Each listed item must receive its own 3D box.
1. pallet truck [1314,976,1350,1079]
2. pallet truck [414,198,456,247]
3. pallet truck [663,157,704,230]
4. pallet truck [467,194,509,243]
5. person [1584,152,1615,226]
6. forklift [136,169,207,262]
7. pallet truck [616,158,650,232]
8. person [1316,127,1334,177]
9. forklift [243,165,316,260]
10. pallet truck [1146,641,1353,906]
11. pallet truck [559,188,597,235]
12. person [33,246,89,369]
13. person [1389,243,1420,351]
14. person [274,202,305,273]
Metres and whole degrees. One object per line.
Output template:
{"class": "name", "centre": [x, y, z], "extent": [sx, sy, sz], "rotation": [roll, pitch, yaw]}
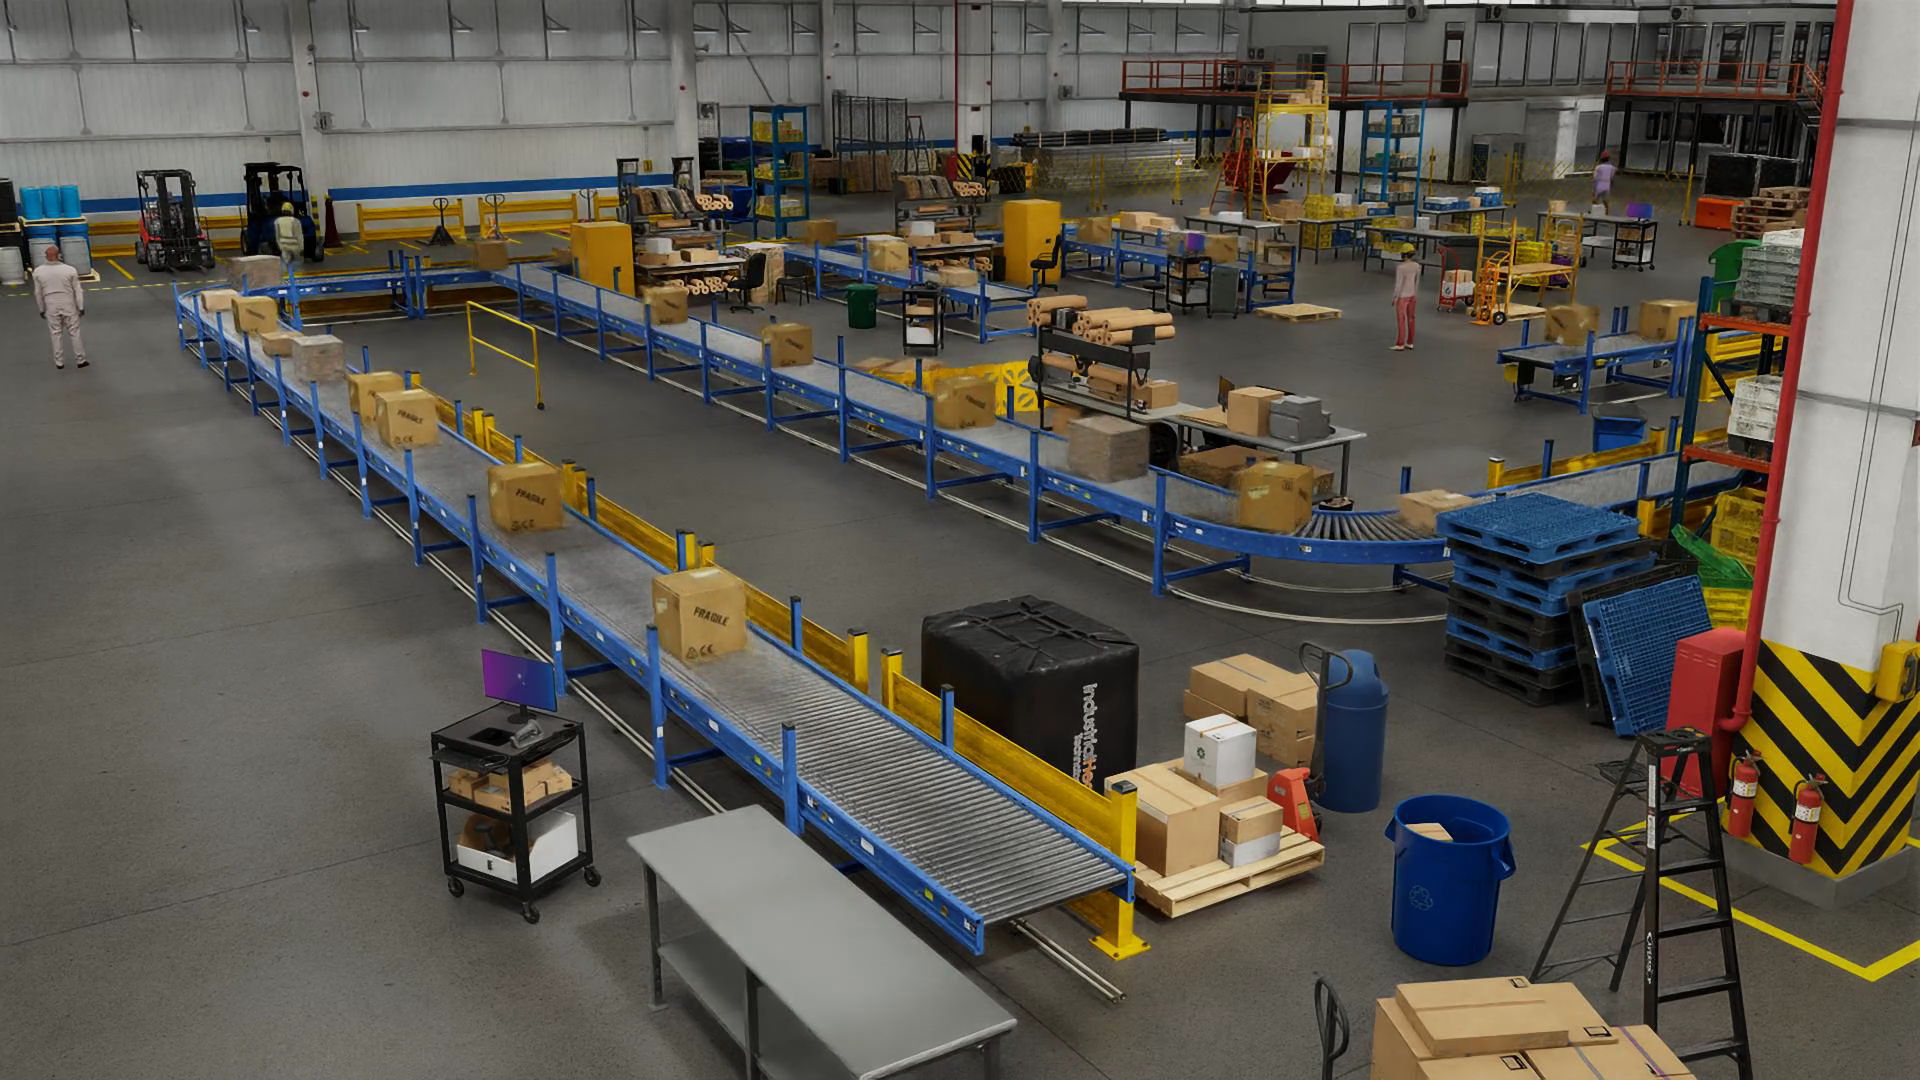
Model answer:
{"class": "pallet truck", "centre": [2.299, 2.390, 7.086], "extent": [1.601, 1.201, 0.680], "rotation": [-2, 17, -7]}
{"class": "pallet truck", "centre": [-13.250, -8.060, 41.856], "extent": [0.680, 1.201, 1.601], "rotation": [-10, 20, -31]}
{"class": "pallet truck", "centre": [-7.586, -9.308, 44.692], "extent": [0.823, 1.965, 1.885], "rotation": [-11, 20, -33]}
{"class": "pallet truck", "centre": [-11.983, -8.177, 42.137], "extent": [0.704, 1.261, 1.522], "rotation": [-11, 20, -33]}
{"class": "person", "centre": [17.772, -9.744, 46.138], "extent": [0.633, 1.994, 0.983], "rotation": [-3, 17, -9]}
{"class": "forklift", "centre": [-17.842, -7.318, 37.559], "extent": [1.157, 1.987, 2.680], "rotation": [-10, 20, -31]}
{"class": "pallet truck", "centre": [-8.918, -9.176, 44.255], "extent": [0.823, 1.965, 1.885], "rotation": [-9, 19, -27]}
{"class": "person", "centre": [13.774, -14.614, 62.623], "extent": [0.589, 1.844, 0.964], "rotation": [-10, 20, -31]}
{"class": "forklift", "centre": [-15.898, -7.669, 38.708], "extent": [1.157, 1.987, 2.680], "rotation": [-11, 20, -33]}
{"class": "pallet truck", "centre": [1.664, 1.407, 10.232], "extent": [1.630, 1.274, 0.653], "rotation": [-10, 20, -31]}
{"class": "pallet truck", "centre": [-10.010, -8.652, 43.699], "extent": [0.653, 1.274, 1.630], "rotation": [-10, 20, -31]}
{"class": "person", "centre": [-14.023, -3.630, 25.958], "extent": [0.652, 1.904, 0.403], "rotation": [-6, 18, -18]}
{"class": "person", "centre": [7.345, -4.011, 27.462], "extent": [0.523, 1.769, 0.315], "rotation": [-11, 20, -31]}
{"class": "person", "centre": [-13.741, -6.017, 34.105], "extent": [0.607, 1.792, 0.915], "rotation": [1, 17, 3]}
